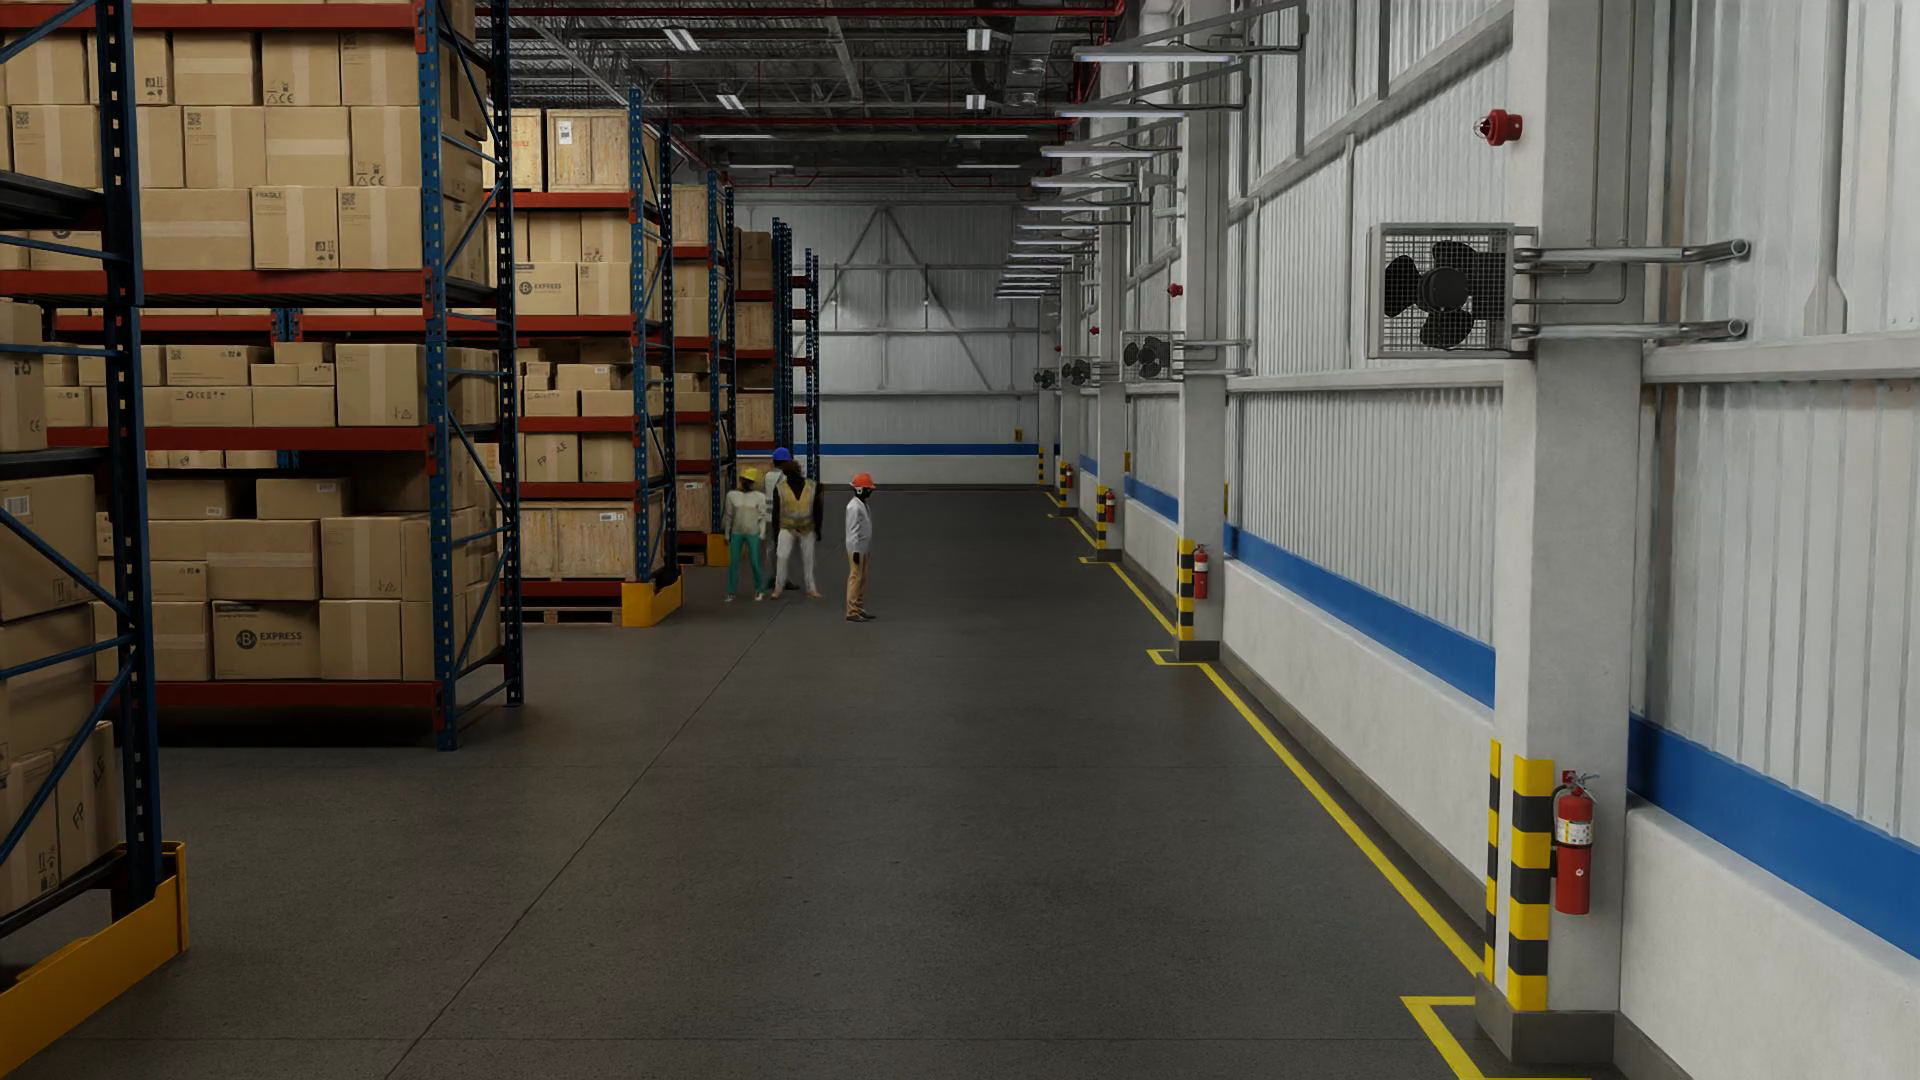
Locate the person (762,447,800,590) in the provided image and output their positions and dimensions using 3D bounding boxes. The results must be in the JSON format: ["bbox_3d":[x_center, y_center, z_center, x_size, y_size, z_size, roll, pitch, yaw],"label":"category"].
[{"bbox_3d":[-2.446,-0.289,22.652,0.395,1.945,0.618,-5,7,-43],"label":"person"}]

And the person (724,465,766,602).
[{"bbox_3d":[-2.757,-0.081,21.333,0.538,1.771,0.353,0,5,0],"label":"person"}]

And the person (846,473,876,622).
[{"bbox_3d":[-1.148,0.087,19.452,0.349,1.743,0.569,1,5,12],"label":"person"}]

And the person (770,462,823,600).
[{"bbox_3d":[-2.111,-0.108,21.483,0.672,1.806,0.654,-1,5,-12],"label":"person"}]
